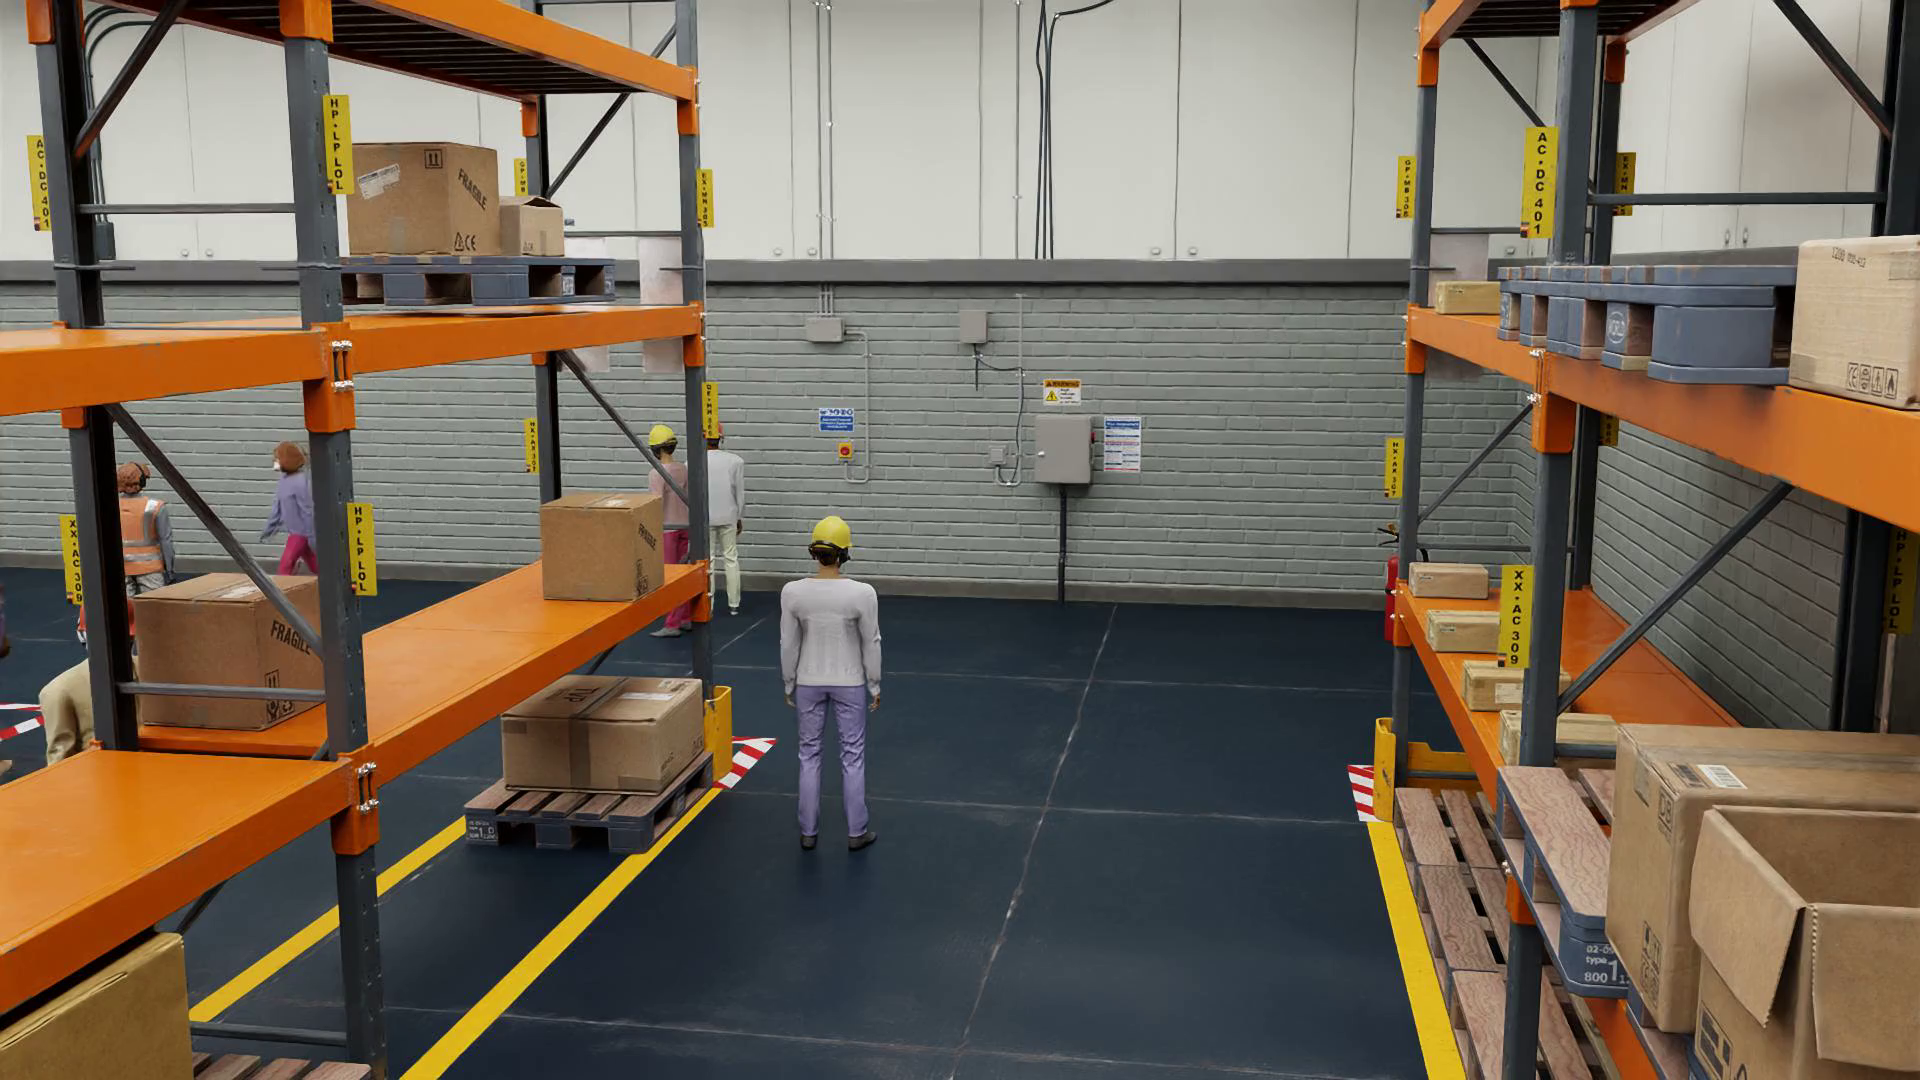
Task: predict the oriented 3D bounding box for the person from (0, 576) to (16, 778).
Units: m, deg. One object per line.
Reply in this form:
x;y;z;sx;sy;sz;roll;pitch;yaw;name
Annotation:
-5.812;0.513;9.459;0.614;2.014;0.908;2;9;11;person

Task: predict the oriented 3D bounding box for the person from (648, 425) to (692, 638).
-2.428;-0.072;13.788;0.326;1.765;0.530;4;10;22;person

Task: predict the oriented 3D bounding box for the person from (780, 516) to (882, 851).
-0.669;0.753;8.698;0.533;1.768;0.310;1;9;6;person

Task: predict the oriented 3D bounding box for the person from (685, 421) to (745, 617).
-2.160;-0.199;14.601;0.561;1.753;0.331;-5;10;-27;person

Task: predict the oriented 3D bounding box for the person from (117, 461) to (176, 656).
-6.039;0.243;12.233;0.522;1.638;0.310;-1;9;-5;person

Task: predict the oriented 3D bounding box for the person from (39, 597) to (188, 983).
-3.447;1.060;6.843;0.342;1.749;0.570;4;10;25;person
